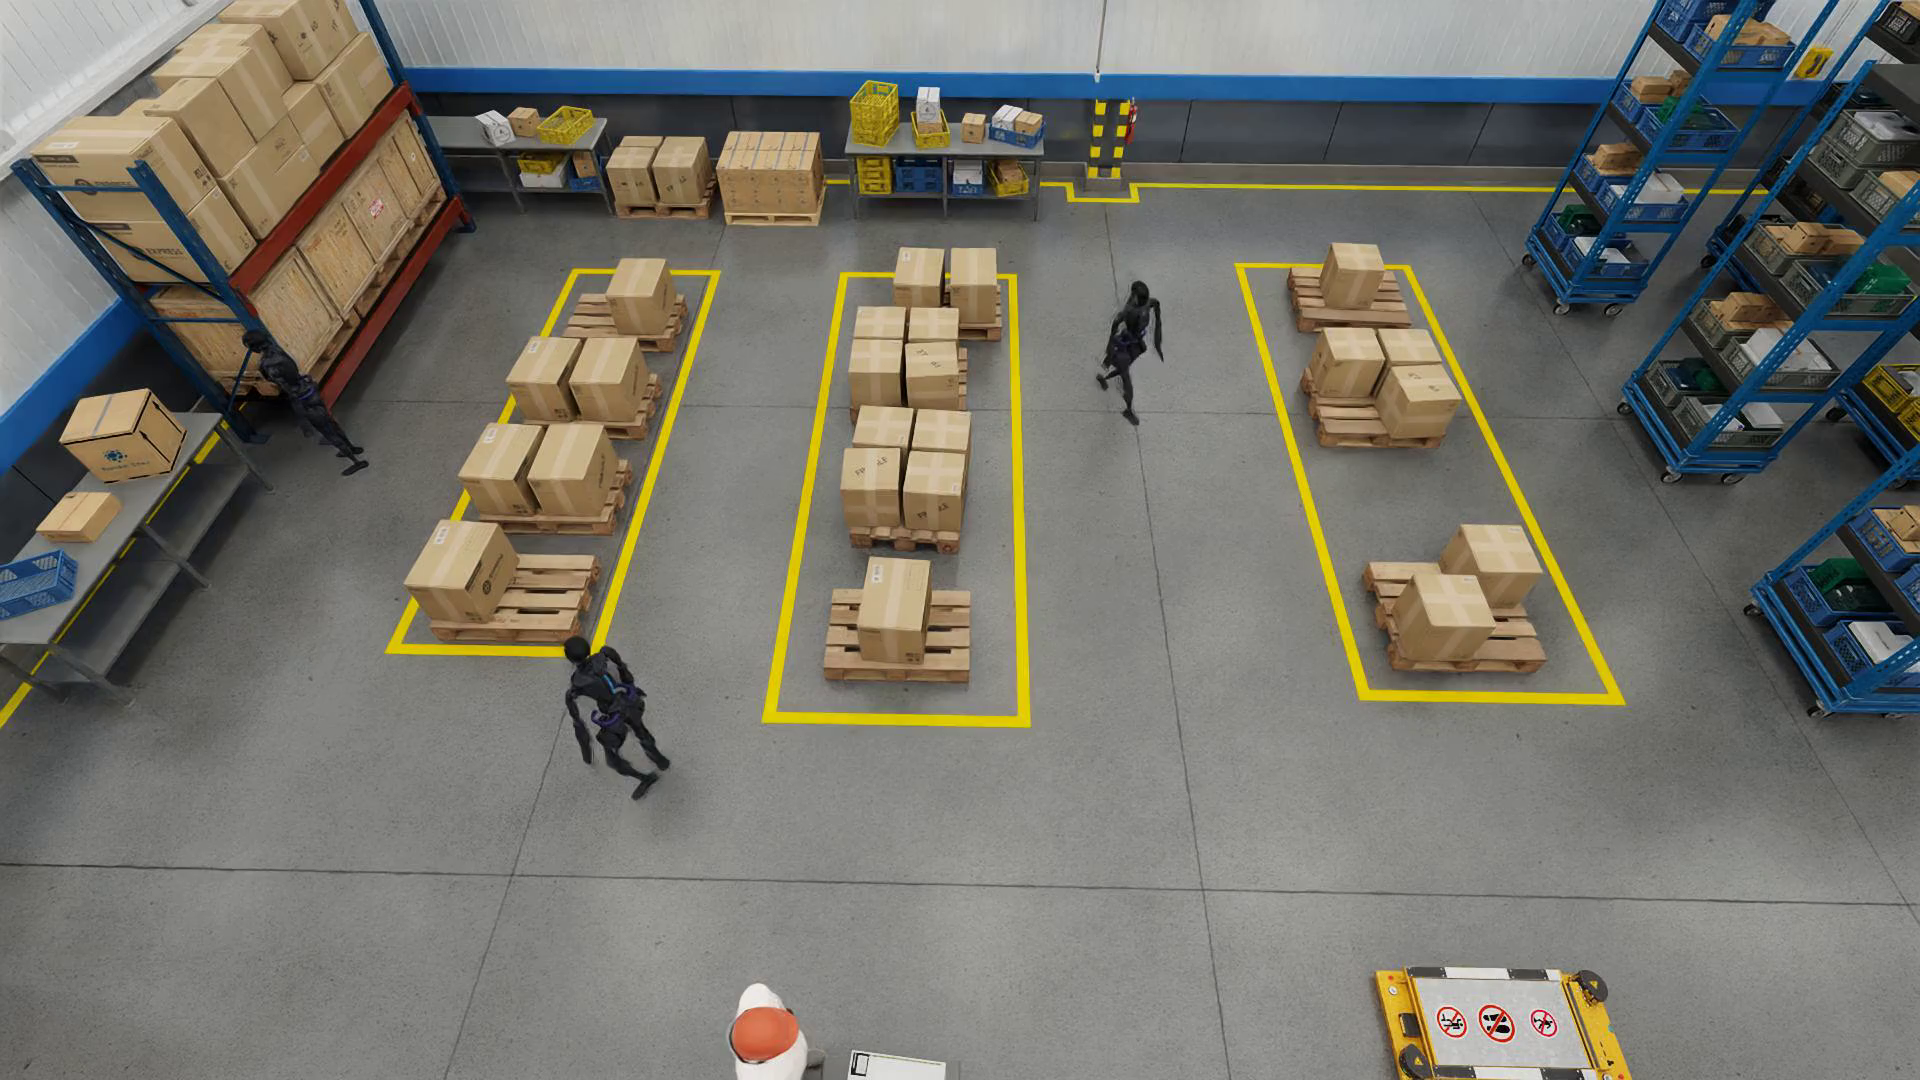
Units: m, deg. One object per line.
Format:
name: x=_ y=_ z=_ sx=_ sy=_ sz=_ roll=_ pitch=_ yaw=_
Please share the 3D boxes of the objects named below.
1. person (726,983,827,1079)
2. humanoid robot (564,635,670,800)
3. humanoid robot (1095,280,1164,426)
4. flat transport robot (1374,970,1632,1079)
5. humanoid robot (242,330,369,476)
person: x=-0.975 y=2.878 z=5.037 sx=0.394 sy=1.990 sz=0.616 roll=-9 pitch=51 yaw=-7
humanoid robot: x=-2.467 y=1.268 z=6.545 sx=0.387 sy=1.643 sz=0.633 roll=16 pitch=53 yaw=13
humanoid robot: x=1.669 y=-1.974 z=9.229 sx=0.551 sy=1.648 sz=0.769 roll=-29 pitch=57 yaw=-22
flat transport robot: x=3.501 y=3.133 z=5.914 sx=1.431 sy=0.197 sz=0.652 roll=1 pitch=51 yaw=1
humanoid robot: x=-6.160 y=-1.288 z=8.619 sx=0.328 sy=1.654 sz=0.590 roll=-24 pitch=55 yaw=-18
